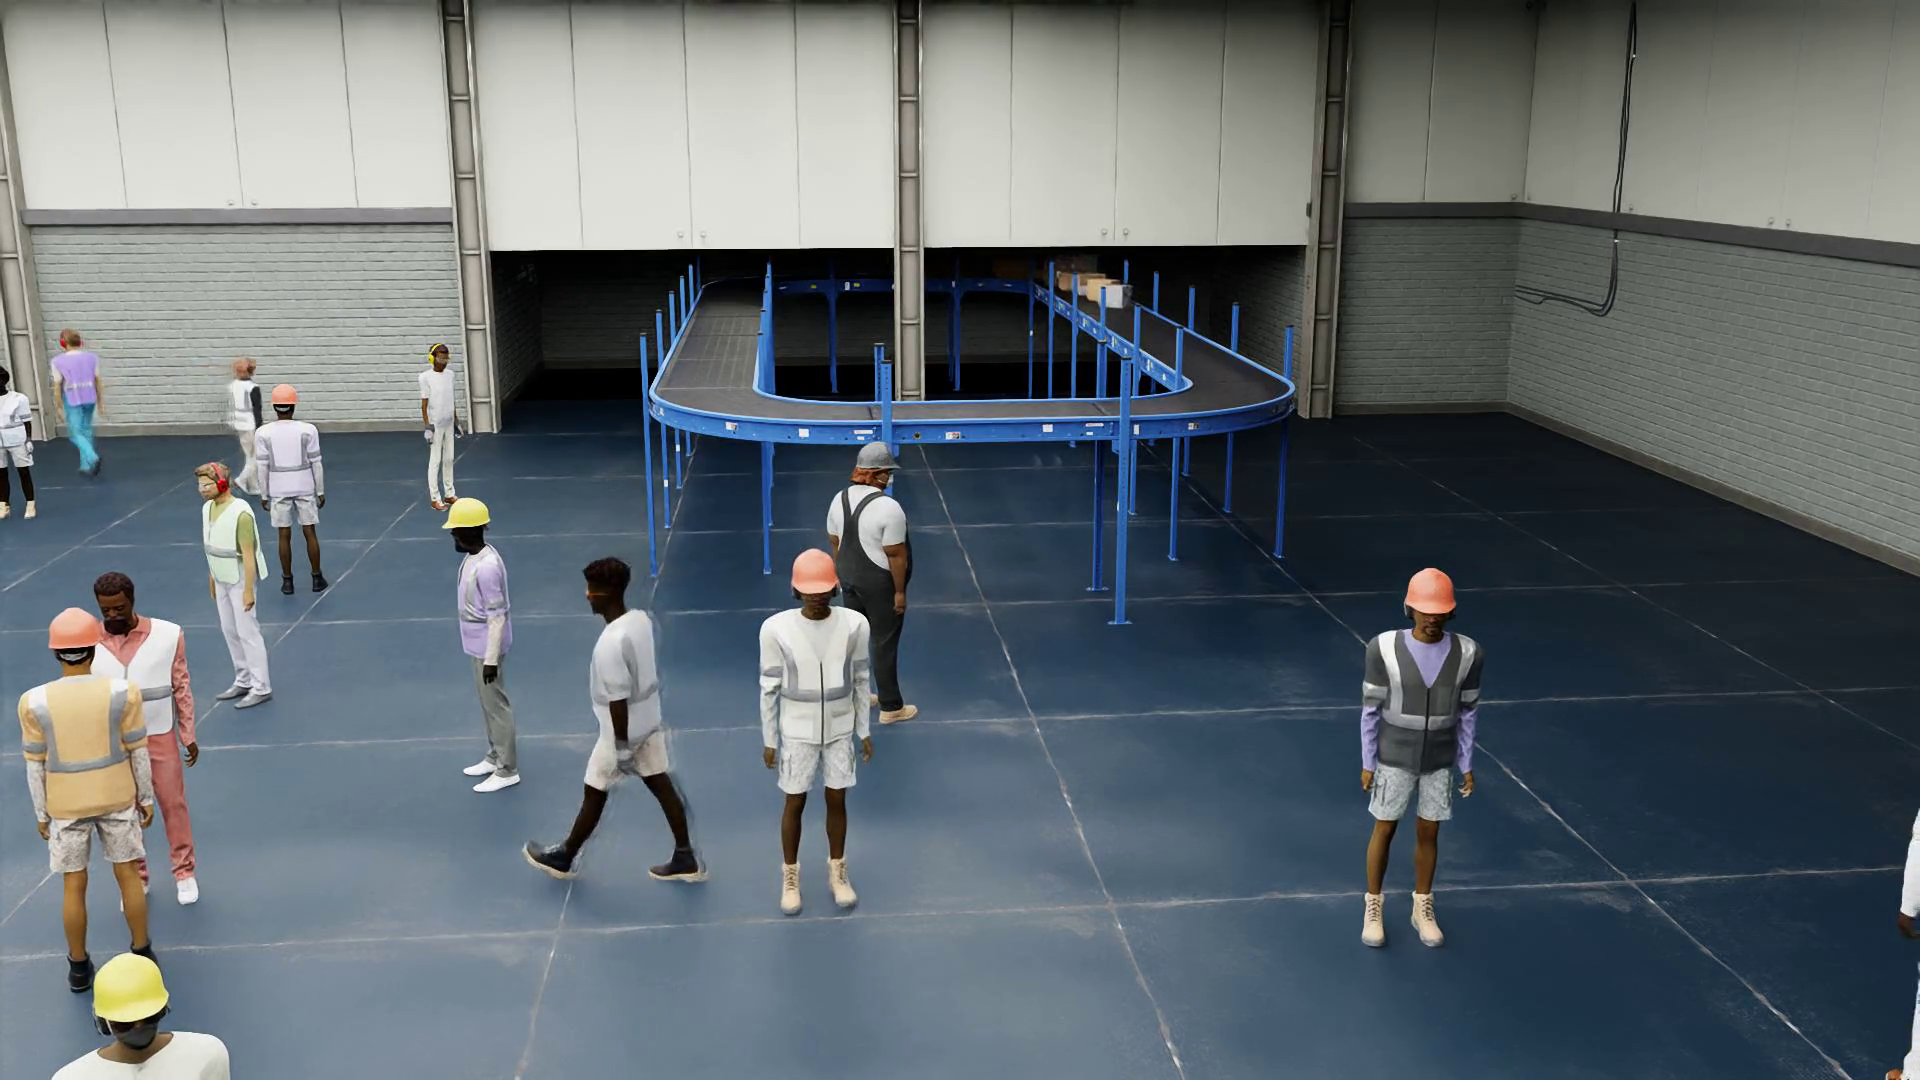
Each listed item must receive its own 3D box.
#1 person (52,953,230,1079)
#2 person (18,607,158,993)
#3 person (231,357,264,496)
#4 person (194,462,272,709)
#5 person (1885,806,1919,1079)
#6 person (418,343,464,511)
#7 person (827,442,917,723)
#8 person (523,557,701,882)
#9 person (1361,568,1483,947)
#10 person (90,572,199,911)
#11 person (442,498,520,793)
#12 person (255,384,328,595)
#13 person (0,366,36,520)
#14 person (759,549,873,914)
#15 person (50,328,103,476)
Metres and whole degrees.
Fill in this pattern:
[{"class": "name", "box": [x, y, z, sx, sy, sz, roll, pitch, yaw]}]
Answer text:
[{"class": "person", "box": [-2.531, 2.116, 5.239, 0.528, 1.772, 0.304, -9, 16, -31]}, {"class": "person", "box": [-4.310, 1.281, 8.274, 0.545, 1.928, 0.402, -7, 16, -26]}, {"class": "person", "box": [-8.207, -1.281, 19.118, 0.518, 1.628, 0.436, 10, 17, 35]}, {"class": "person", "box": [-5.367, 0.318, 12.313, 0.572, 1.831, 0.403, 11, 18, 37]}, {"class": "person", "box": [4.356, 1.587, 7.138, 0.581, 1.877, 0.350, 3, 14, 10]}, {"class": "person", "box": [-5.780, -1.271, 18.600, 0.328, 1.865, 0.517, 7, 16, 28]}, {"class": "person", "box": [-0.596, 0.286, 12.011, 0.680, 2.000, 0.536, 13, 19, 43]}, {"class": "person", "box": [-1.952, 1.019, 9.335, 1.034, 1.906, 0.614, 3, 14, 12]}, {"class": "person", "box": [2.379, 1.130, 8.625, 0.605, 2.045, 0.388, 0, 14, 2]}, {"class": "person", "box": [-4.499, 1.085, 9.093, 0.597, 1.908, 0.408, -6, 15, -22]}, {"class": "person", "box": [-3.081, 0.669, 10.707, 0.378, 1.925, 0.594, -6, 15, -24]}, {"class": "person", "box": [-6.112, -0.465, 15.222, 0.553, 1.935, 0.365, -5, 15, -19]}, {"class": "person", "box": [-10.340, -1.054, 18.069, 0.537, 1.695, 0.321, -2, 14, -8]}, {"class": "person", "box": [-0.768, 1.034, 9.014, 0.614, 2.040, 0.391, -4, 15, -16]}, {"class": "person", "box": [-10.691, -1.660, 20.238, 0.673, 1.829, 0.570, 10, 17, 34]}]
